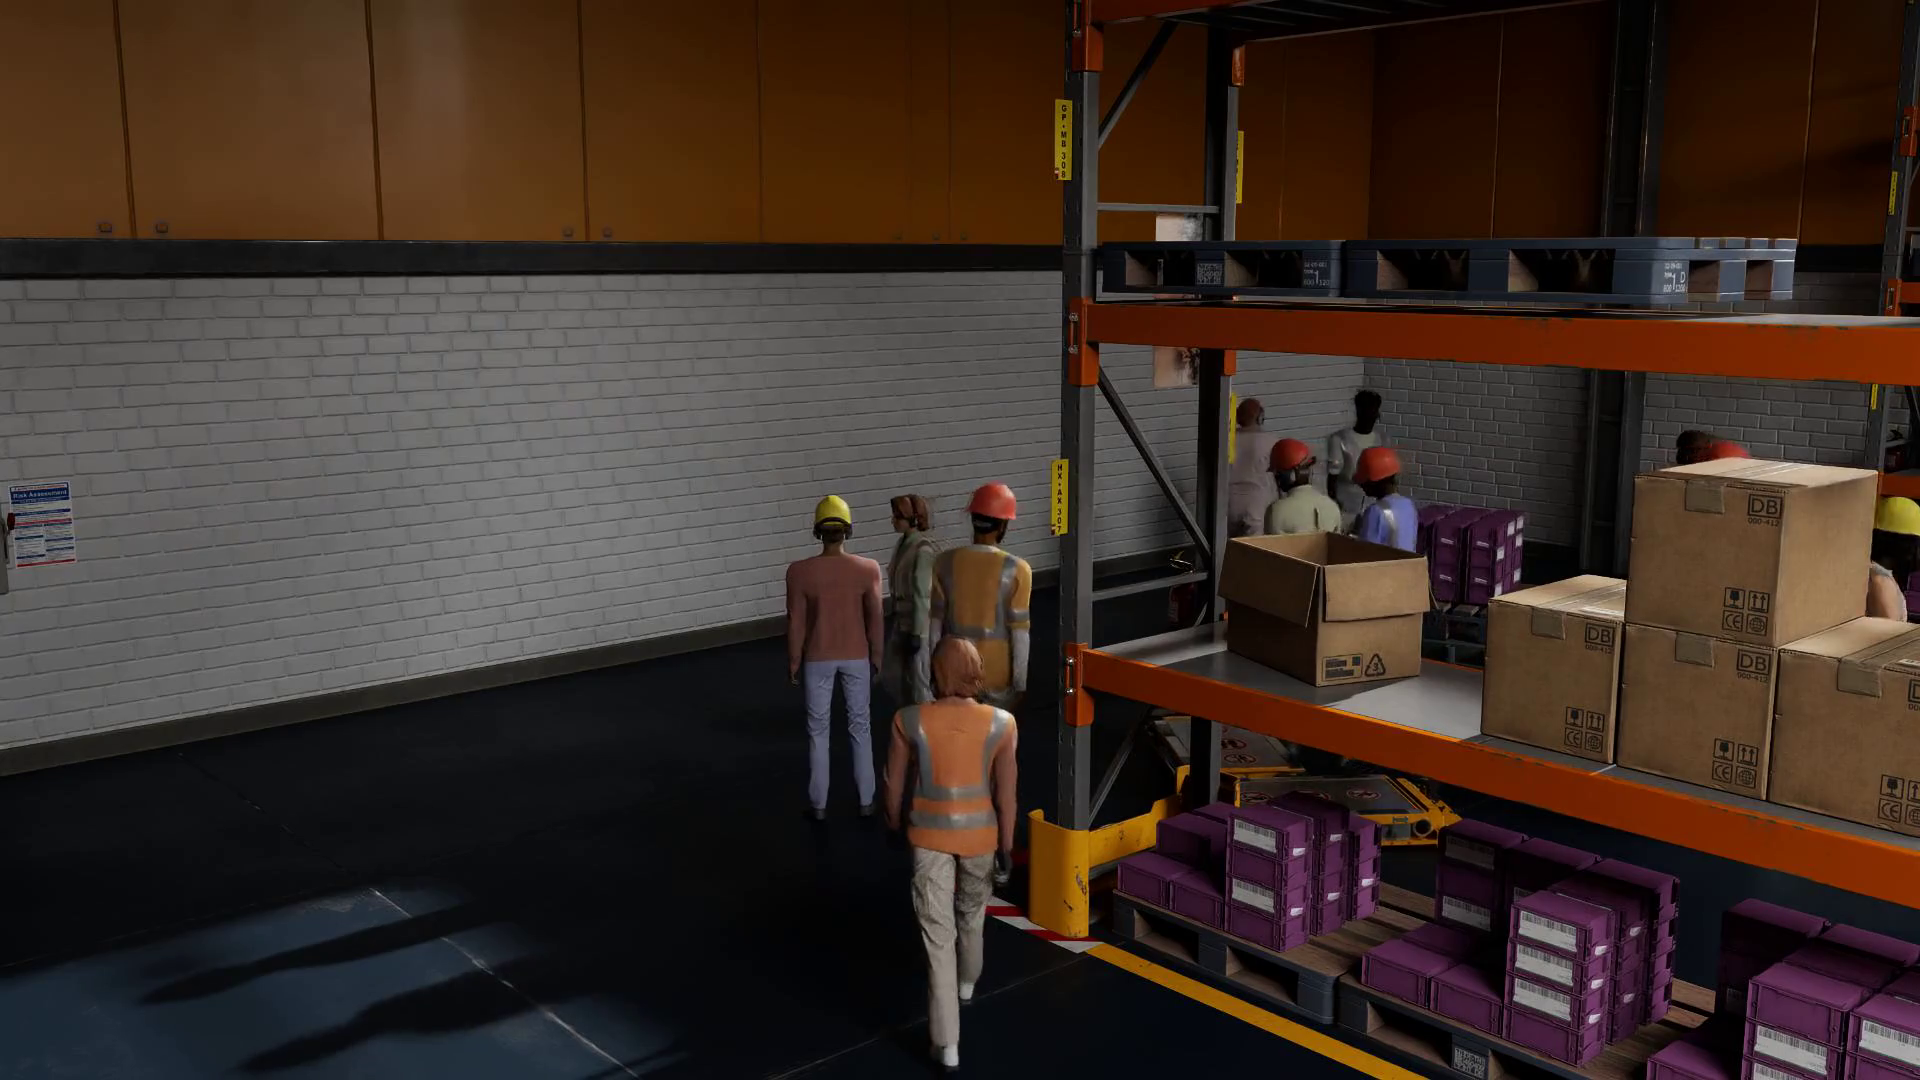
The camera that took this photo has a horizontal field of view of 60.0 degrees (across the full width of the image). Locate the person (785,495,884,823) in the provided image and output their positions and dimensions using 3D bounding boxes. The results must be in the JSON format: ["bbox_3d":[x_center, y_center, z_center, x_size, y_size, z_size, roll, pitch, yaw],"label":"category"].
[{"bbox_3d":[-0.673,0.639,8.948,0.533,1.765,0.330,-2,10,-11],"label":"person"}]

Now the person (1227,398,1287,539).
[{"bbox_3d":[2.400,-0.238,13.827,0.644,1.870,0.976,6,11,30],"label":"person"}]

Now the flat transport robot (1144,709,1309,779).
[{"bbox_3d":[1.530,1.257,9.691,0.652,0.197,1.431,-1,10,-5],"label":"flat transport robot"}]

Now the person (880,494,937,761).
[{"bbox_3d":[-0.290,0.533,9.966,0.364,1.627,0.514,-4,10,-22],"label":"person"}]

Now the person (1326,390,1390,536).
[{"bbox_3d":[3.388,-0.343,14.276,0.610,1.914,1.022,-2,10,-11],"label":"person"}]

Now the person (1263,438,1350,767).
[{"bbox_3d":[2.091,0.384,9.895,0.658,1.957,0.814,-7,12,-36],"label":"person"}]

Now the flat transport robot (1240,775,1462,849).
[{"bbox_3d":[1.895,1.427,8.700,1.431,0.197,0.652,-1,10,-5],"label":"flat transport robot"}]

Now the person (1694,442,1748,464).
[{"bbox_3d":[4.301,0.403,9.702,0.581,1.975,0.624,3,10,17],"label":"person"}]

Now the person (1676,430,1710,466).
[{"bbox_3d":[5.106,0.116,11.854,0.646,1.812,0.771,-3,10,-19],"label":"person"}]

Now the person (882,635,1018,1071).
[{"bbox_3d":[-0.032,1.161,6.417,0.509,1.587,0.888,-1,10,-8],"label":"person"}]

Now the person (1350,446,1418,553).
[{"bbox_3d":[2.639,0.357,10.261,0.758,1.892,0.566,8,12,38],"label":"person"}]

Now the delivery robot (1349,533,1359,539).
[{"bbox_3d":[3.510,0.093,15.402,0.477,0.478,0.707,5,11,26],"label":"delivery robot"}]

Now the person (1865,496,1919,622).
[{"bbox_3d":[4.509,0.722,8.134,0.961,1.873,0.600,5,11,25],"label":"person"}]

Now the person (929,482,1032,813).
[{"bbox_3d":[0.073,0.662,8.429,0.557,1.906,0.865,3,10,20],"label":"person"}]
